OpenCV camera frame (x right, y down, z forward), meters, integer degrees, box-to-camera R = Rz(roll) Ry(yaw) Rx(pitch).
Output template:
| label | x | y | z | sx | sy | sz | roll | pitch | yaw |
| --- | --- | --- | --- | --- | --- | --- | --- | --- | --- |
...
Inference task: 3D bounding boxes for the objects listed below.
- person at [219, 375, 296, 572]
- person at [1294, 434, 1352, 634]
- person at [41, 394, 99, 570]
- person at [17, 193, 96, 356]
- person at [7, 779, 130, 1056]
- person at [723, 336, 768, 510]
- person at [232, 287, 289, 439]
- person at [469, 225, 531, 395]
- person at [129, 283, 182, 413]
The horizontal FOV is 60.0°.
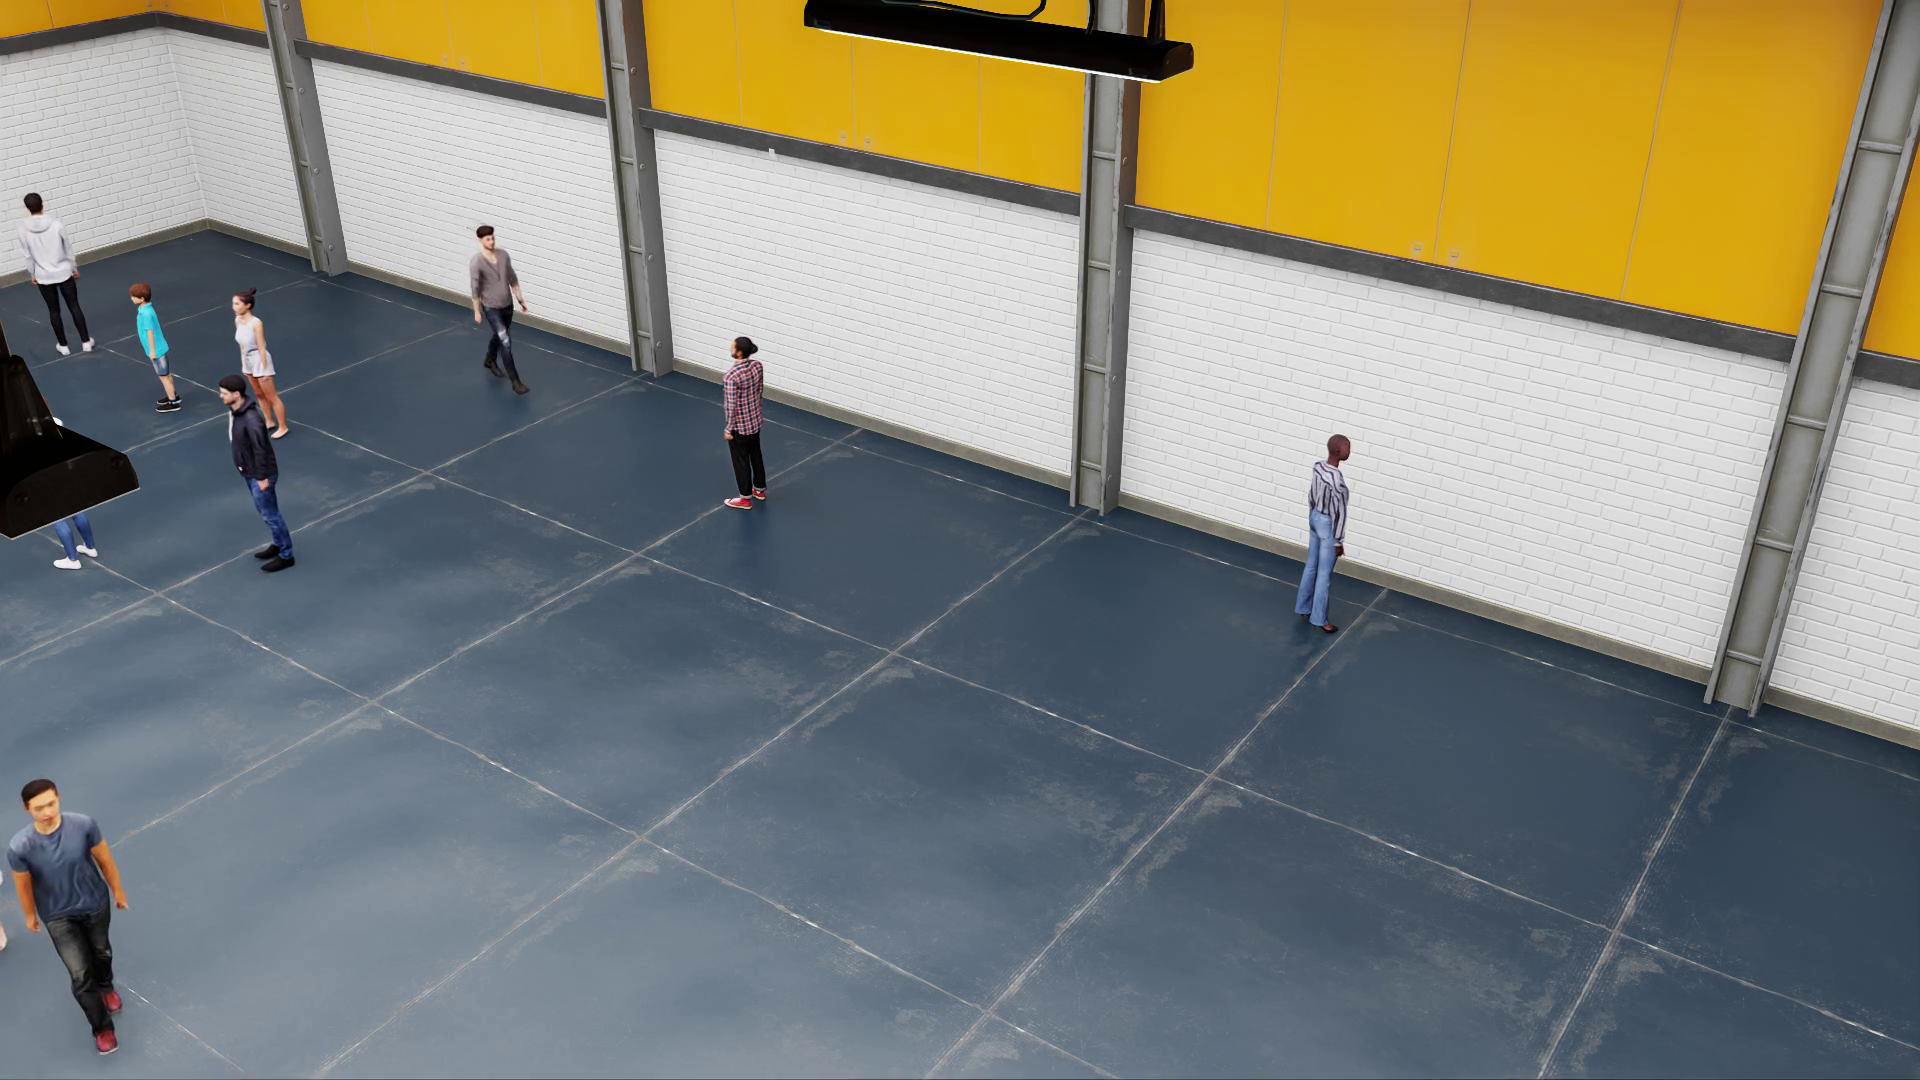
| label | x | y | z | sx | sy | sz | roll | pitch | yaw |
| --- | --- | --- | --- | --- | --- | --- | --- | --- | --- |
| person | -6.304 | -0.629 | 14.978 | 0.804 | 1.888 | 0.645 | -18 | 33 | -29 |
| person | 3.082 | -0.065 | 14.042 | 0.763 | 1.795 | 0.675 | -8 | 30 | -15 |
| person | -8.172 | -0.558 | 15.023 | 0.639 | 1.720 | 0.670 | 8 | 30 | 15 |
| person | -10.636 | -3.129 | 19.520 | 0.770 | 1.929 | 0.755 | -15 | 32 | -25 |
| person | -5.345 | 2.145 | 9.992 | 0.809 | 1.792 | 1.003 | -24 | 37 | -36 |
| person | -2.087 | -1.151 | 16.070 | 0.634 | 1.759 | 0.703 | 16 | 32 | 26 |
| person | -7.404 | -1.870 | 17.543 | 0.435 | 1.611 | 0.602 | 18 | 34 | 30 |
| person | -5.235 | -2.629 | 18.664 | 1.213 | 1.868 | 0.709 | 21 | 35 | 33 |
| person | -8.779 | -2.119 | 18.170 | 0.649 | 1.448 | 0.554 | -13 | 31 | -23 |
